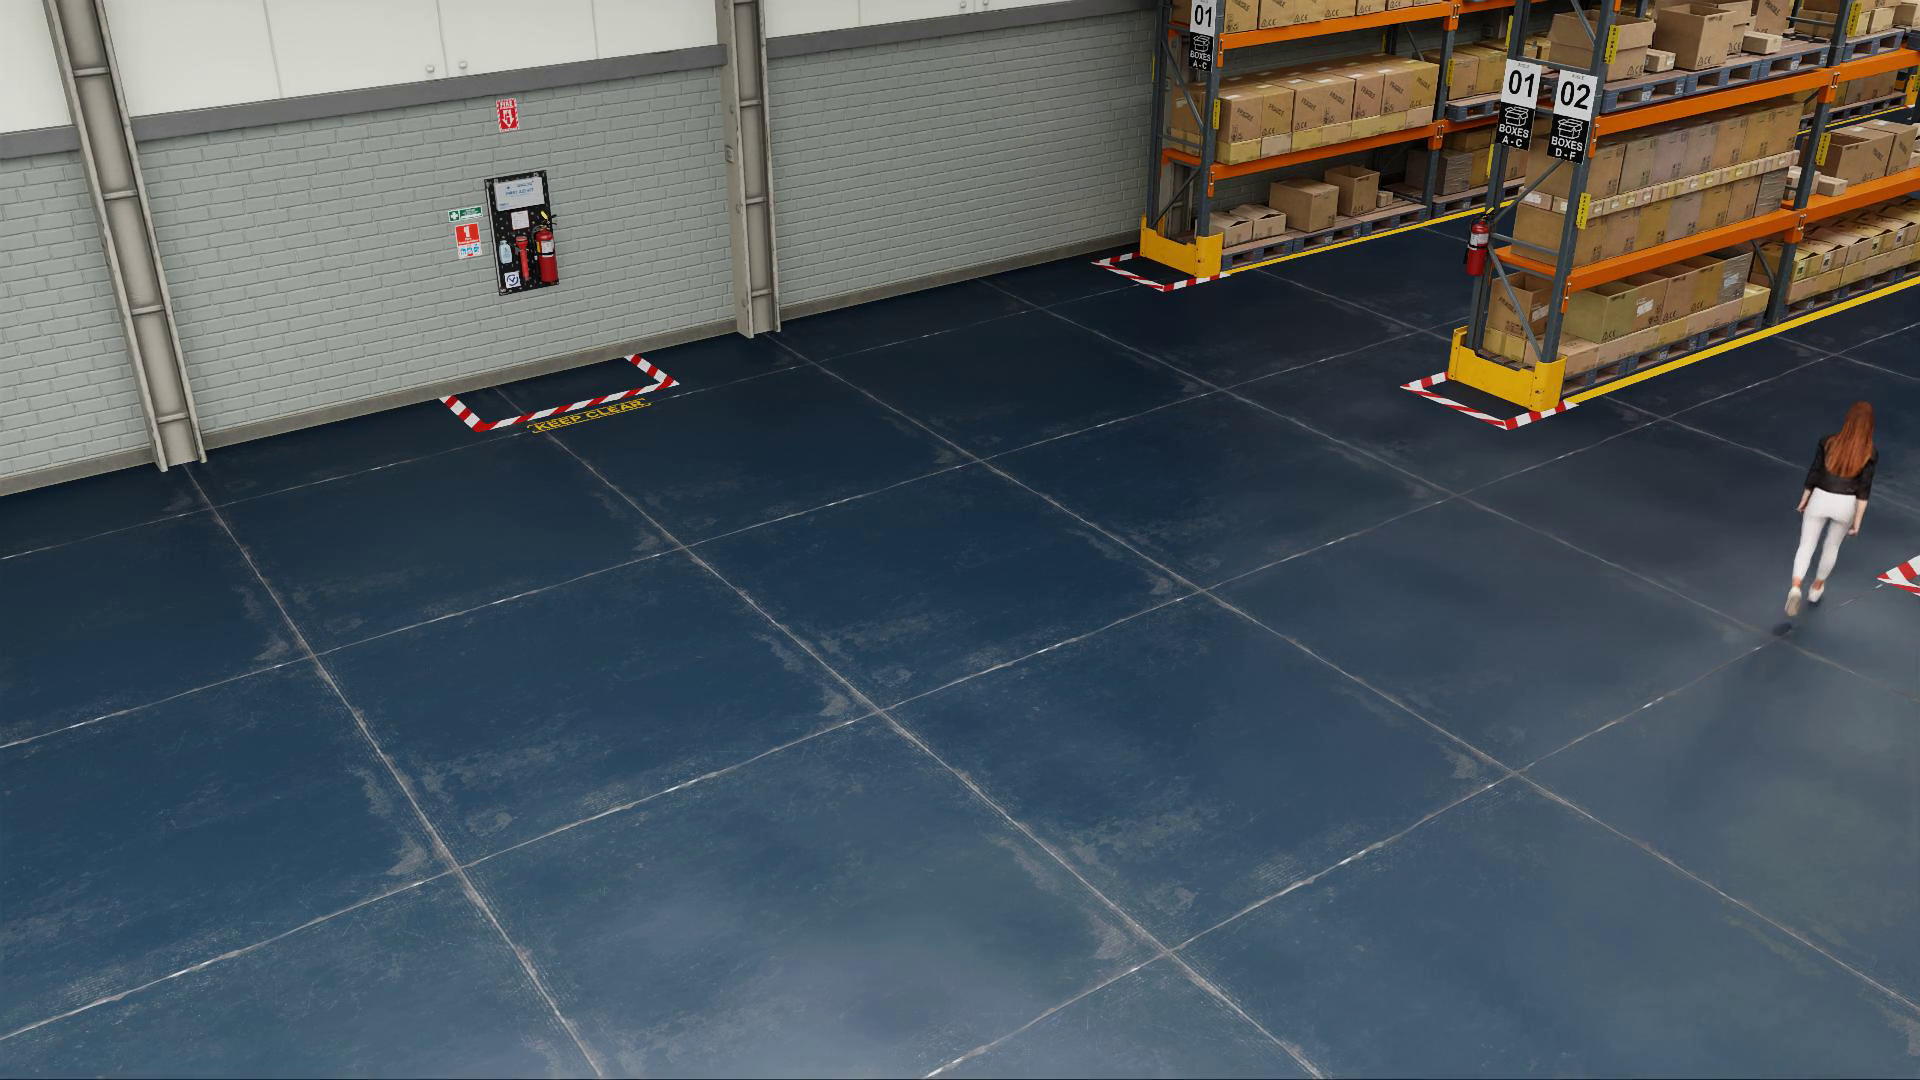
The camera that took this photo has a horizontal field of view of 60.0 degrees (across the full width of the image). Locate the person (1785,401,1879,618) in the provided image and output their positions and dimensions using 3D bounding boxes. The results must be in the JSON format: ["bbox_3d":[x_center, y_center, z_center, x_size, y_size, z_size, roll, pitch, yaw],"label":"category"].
[{"bbox_3d":[6.459,-0.210,12.366,0.853,1.682,1.113,17,32,30],"label":"person"}]
